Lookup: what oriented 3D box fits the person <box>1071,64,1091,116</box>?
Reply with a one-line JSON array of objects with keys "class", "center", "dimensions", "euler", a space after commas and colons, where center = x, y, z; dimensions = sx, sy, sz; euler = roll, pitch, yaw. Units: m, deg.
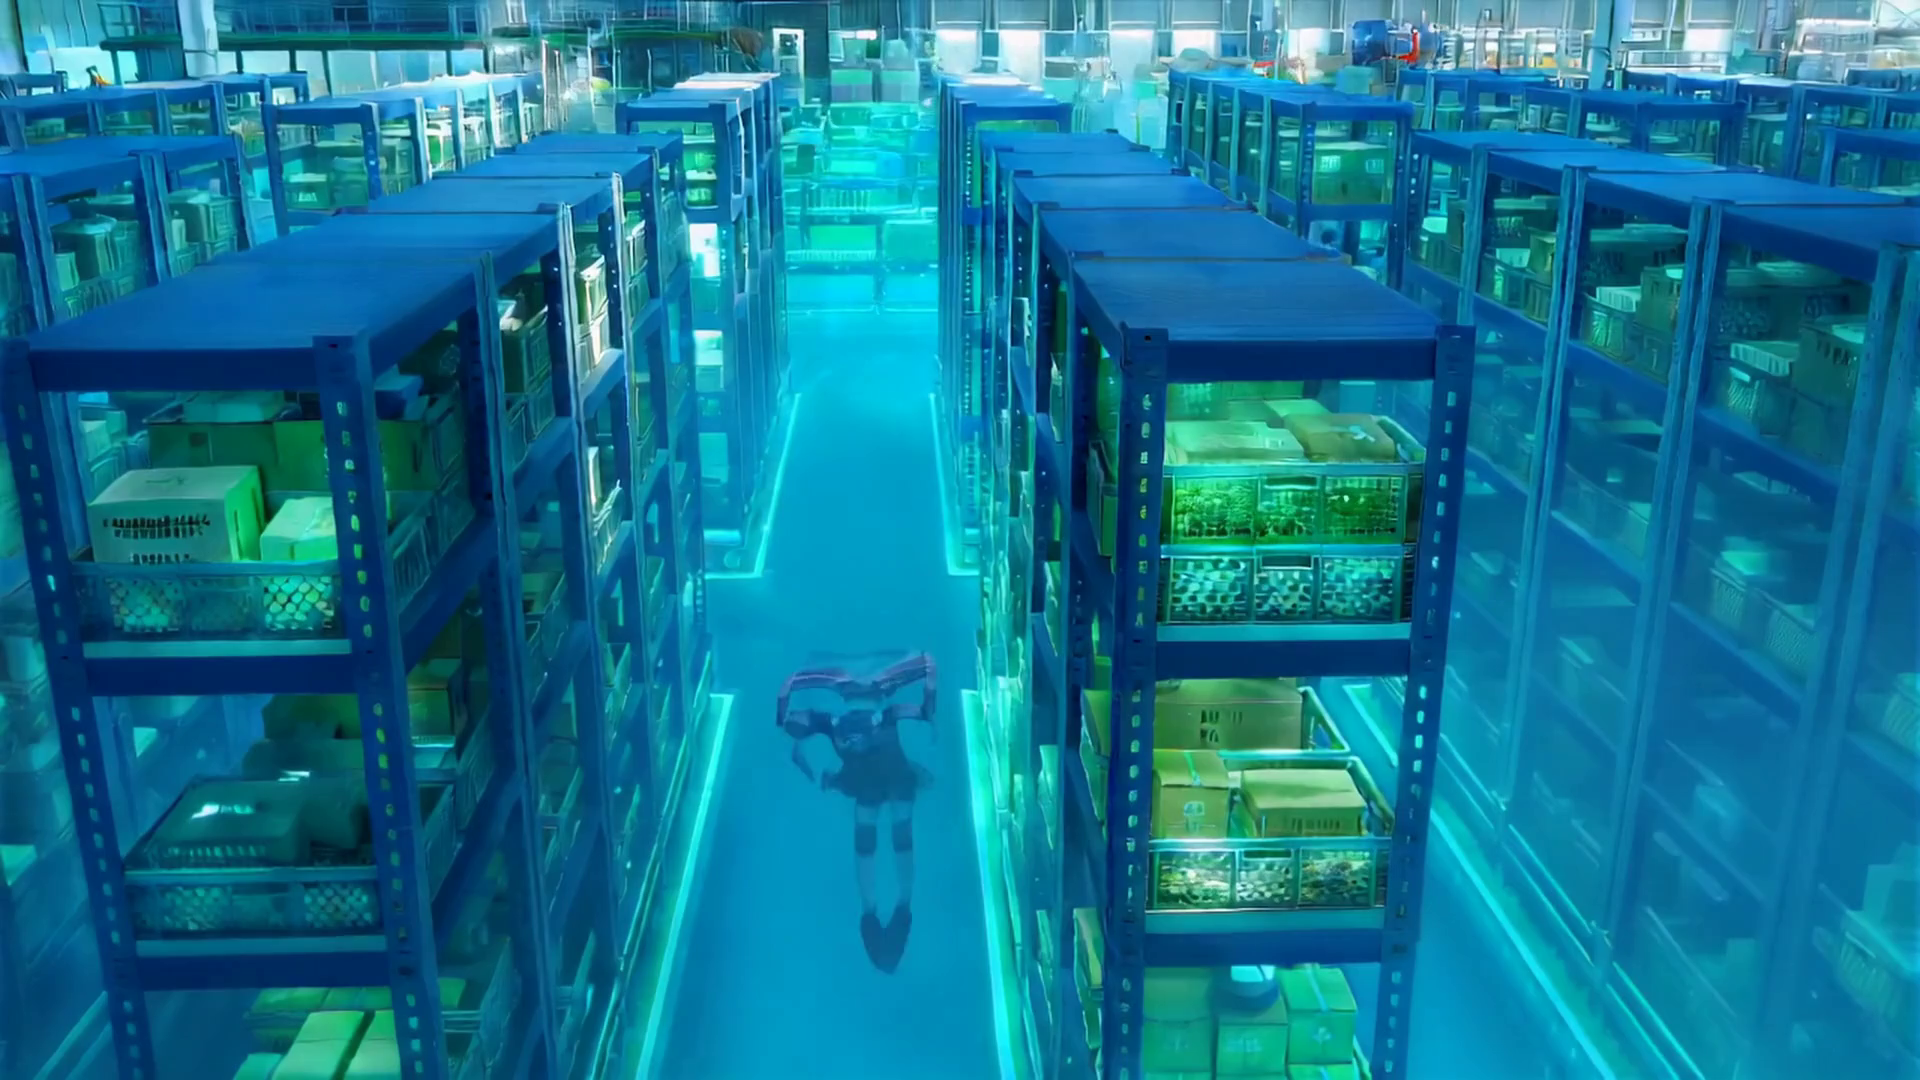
[{"class": "person", "center": [4.812, -17.678, 65.392], "dimensions": [1.050, 1.984, 0.639], "euler": [-2, 18, -6]}]

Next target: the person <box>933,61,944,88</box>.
[{"class": "person", "center": [-0.825, -19.889, 72.399], "dimensions": [0.925, 1.885, 0.594], "euler": [-16, 24, -41]}]

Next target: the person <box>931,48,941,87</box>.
[{"class": "person", "center": [-1.288, -24.988, 88.022], "dimensions": [0.611, 1.985, 0.393], "euler": [11, 21, 31]}]

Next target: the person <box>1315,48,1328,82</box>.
[{"class": "person", "center": [19.311, -25.172, 88.625], "dimensions": [0.652, 1.955, 0.933], "euler": [-5, 18, -14]}]

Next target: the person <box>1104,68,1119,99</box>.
[{"class": "person", "center": [5.676, -16.575, 61.898], "dimensions": [0.700, 2.000, 0.827], "euler": [-12, 21, -32]}]

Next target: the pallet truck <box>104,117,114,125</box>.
[{"class": "pallet truck", "center": [-18.367, -7.885, 35.078], "dimensions": [1.885, 1.965, 0.823], "euler": [1, 18, 2]}]

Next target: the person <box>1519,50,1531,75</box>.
[{"class": "person", "center": [30.204, -25.235, 88.993], "dimensions": [0.592, 1.863, 0.754], "euler": [9, 20, 25]}]

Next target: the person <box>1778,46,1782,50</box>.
[{"class": "person", "center": [46.711, -27.212, 94.981], "dimensions": [0.354, 1.939, 0.545], "euler": [-10, 21, -29]}]

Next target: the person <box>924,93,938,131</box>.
[{"class": "person", "center": [-0.830, -12.436, 49.609], "dimensions": [0.931, 1.717, 0.538], "euler": [-10, 20, -27]}]

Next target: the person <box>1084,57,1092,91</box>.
[{"class": "person", "center": [6.389, -23.589, 84.178], "dimensions": [0.709, 1.668, 0.557], "euler": [-9, 20, -26]}]

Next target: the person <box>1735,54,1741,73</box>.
[{"class": "person", "center": [38.179, -22.890, 81.643], "dimensions": [0.763, 1.923, 0.641], "euler": [-7, 19, -20]}]

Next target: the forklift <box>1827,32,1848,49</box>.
[{"class": "forklift", "center": [46.023, -25.321, 87.619], "dimensions": [1.129, 2.768, 1.873], "euler": [-1, 18, -2]}]

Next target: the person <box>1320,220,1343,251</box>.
[{"class": "person", "center": [4.274, -2.823, 19.480], "dimensions": [0.537, 1.966, 0.630], "euler": [-16, 24, -40]}]

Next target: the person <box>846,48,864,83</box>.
[{"class": "person", "center": [-5.842, -26.543, 93.002], "dimensions": [1.002, 1.882, 0.549], "euler": [-10, 20, -28]}]

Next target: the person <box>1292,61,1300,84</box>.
[{"class": "person", "center": [14.719, -20.069, 72.998], "dimensions": [0.306, 1.861, 0.532], "euler": [17, 24, 42]}]

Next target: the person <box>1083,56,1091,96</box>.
[{"class": "person", "center": [6.074, -22.242, 79.750], "dimensions": [0.429, 1.846, 0.629], "euler": [15, 23, 39]}]

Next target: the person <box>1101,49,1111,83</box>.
[{"class": "person", "center": [7.976, -26.052, 91.458], "dimensions": [0.604, 1.901, 0.706], "euler": [-10, 20, -28]}]

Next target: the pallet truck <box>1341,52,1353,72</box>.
[{"class": "pallet truck", "center": [18.794, -23.123, 82.231], "dimensions": [0.823, 1.965, 1.885], "euler": [-13, 22, -35]}]

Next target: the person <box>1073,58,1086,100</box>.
[{"class": "person", "center": [5.510, -21.032, 75.891], "dimensions": [0.440, 1.925, 0.631], "euler": [-10, 21, -29]}]

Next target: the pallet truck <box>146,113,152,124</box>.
[{"class": "pallet truck", "center": [-18.087, -8.309, 36.390], "dimensions": [1.885, 1.965, 0.823], "euler": [-1, 18, -4]}]

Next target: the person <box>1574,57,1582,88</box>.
[{"class": "person", "center": [30.860, -23.142, 82.774], "dimensions": [0.609, 1.703, 0.504], "euler": [-16, 24, -41]}]

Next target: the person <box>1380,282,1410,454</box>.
[{"class": "person", "center": [4.053, -1.524, 15.650], "dimensions": [0.562, 1.828, 0.635], "euler": [1, 18, 2]}]

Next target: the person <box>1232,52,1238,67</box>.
[{"class": "person", "center": [14.697, -25.285, 89.304], "dimensions": [0.654, 1.747, 0.536], "euler": [-1, 18, -3]}]

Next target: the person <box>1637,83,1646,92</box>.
[{"class": "person", "center": [32.880, -22.327, 80.011], "dimensions": [0.506, 1.846, 0.349], "euler": [14, 23, 38]}]

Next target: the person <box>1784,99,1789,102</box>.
[{"class": "person", "center": [32.789, -17.787, 65.844], "dimensions": [0.505, 1.919, 0.554], "euler": [-2, 18, -6]}]

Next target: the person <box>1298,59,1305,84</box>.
[{"class": "person", "center": [15.598, -21.118, 76.297], "dimensions": [0.608, 1.830, 0.640], "euler": [-6, 19, -18]}]

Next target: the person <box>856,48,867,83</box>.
[{"class": "person", "center": [-5.494, -26.294, 92.212], "dimensions": [0.617, 1.894, 0.999], "euler": [8, 19, 23]}]
